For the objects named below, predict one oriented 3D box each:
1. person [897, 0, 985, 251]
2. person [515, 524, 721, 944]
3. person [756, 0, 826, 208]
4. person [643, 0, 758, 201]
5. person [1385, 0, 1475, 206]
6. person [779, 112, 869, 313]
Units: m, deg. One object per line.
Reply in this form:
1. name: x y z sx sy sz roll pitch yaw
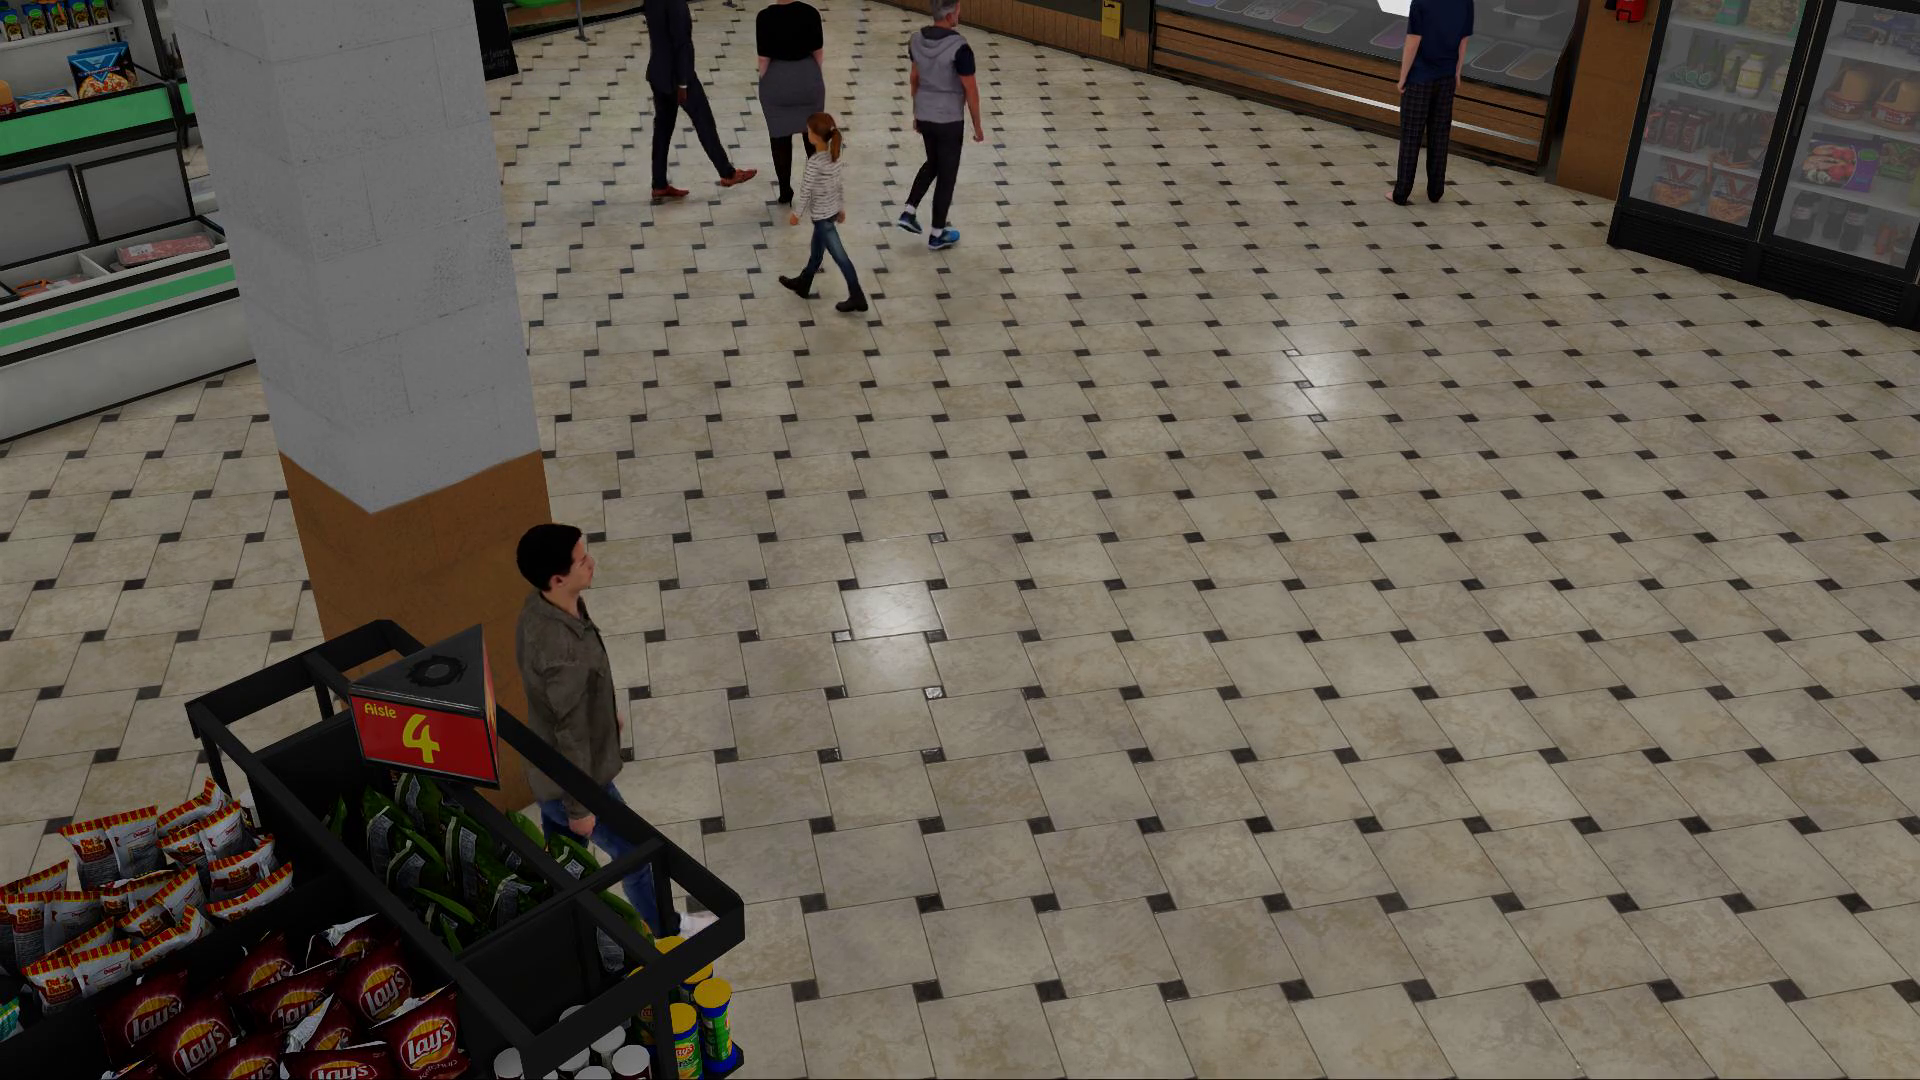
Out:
1. person: -0.194 -2.848 11.455 0.700 1.807 0.693 24 39 33
2. person: -1.386 0.781 5.589 1.074 1.843 0.944 -12 34 -18
3. person: -1.235 -3.342 12.294 0.728 1.759 0.829 -8 33 -13
4. person: -2.201 -3.395 12.347 1.127 1.794 0.850 -18 36 -26
5. person: 3.489 -3.413 12.302 0.698 1.872 0.796 -4 32 -7
6. person: -0.801 -2.062 10.689 0.740 1.282 0.904 14 35 22
